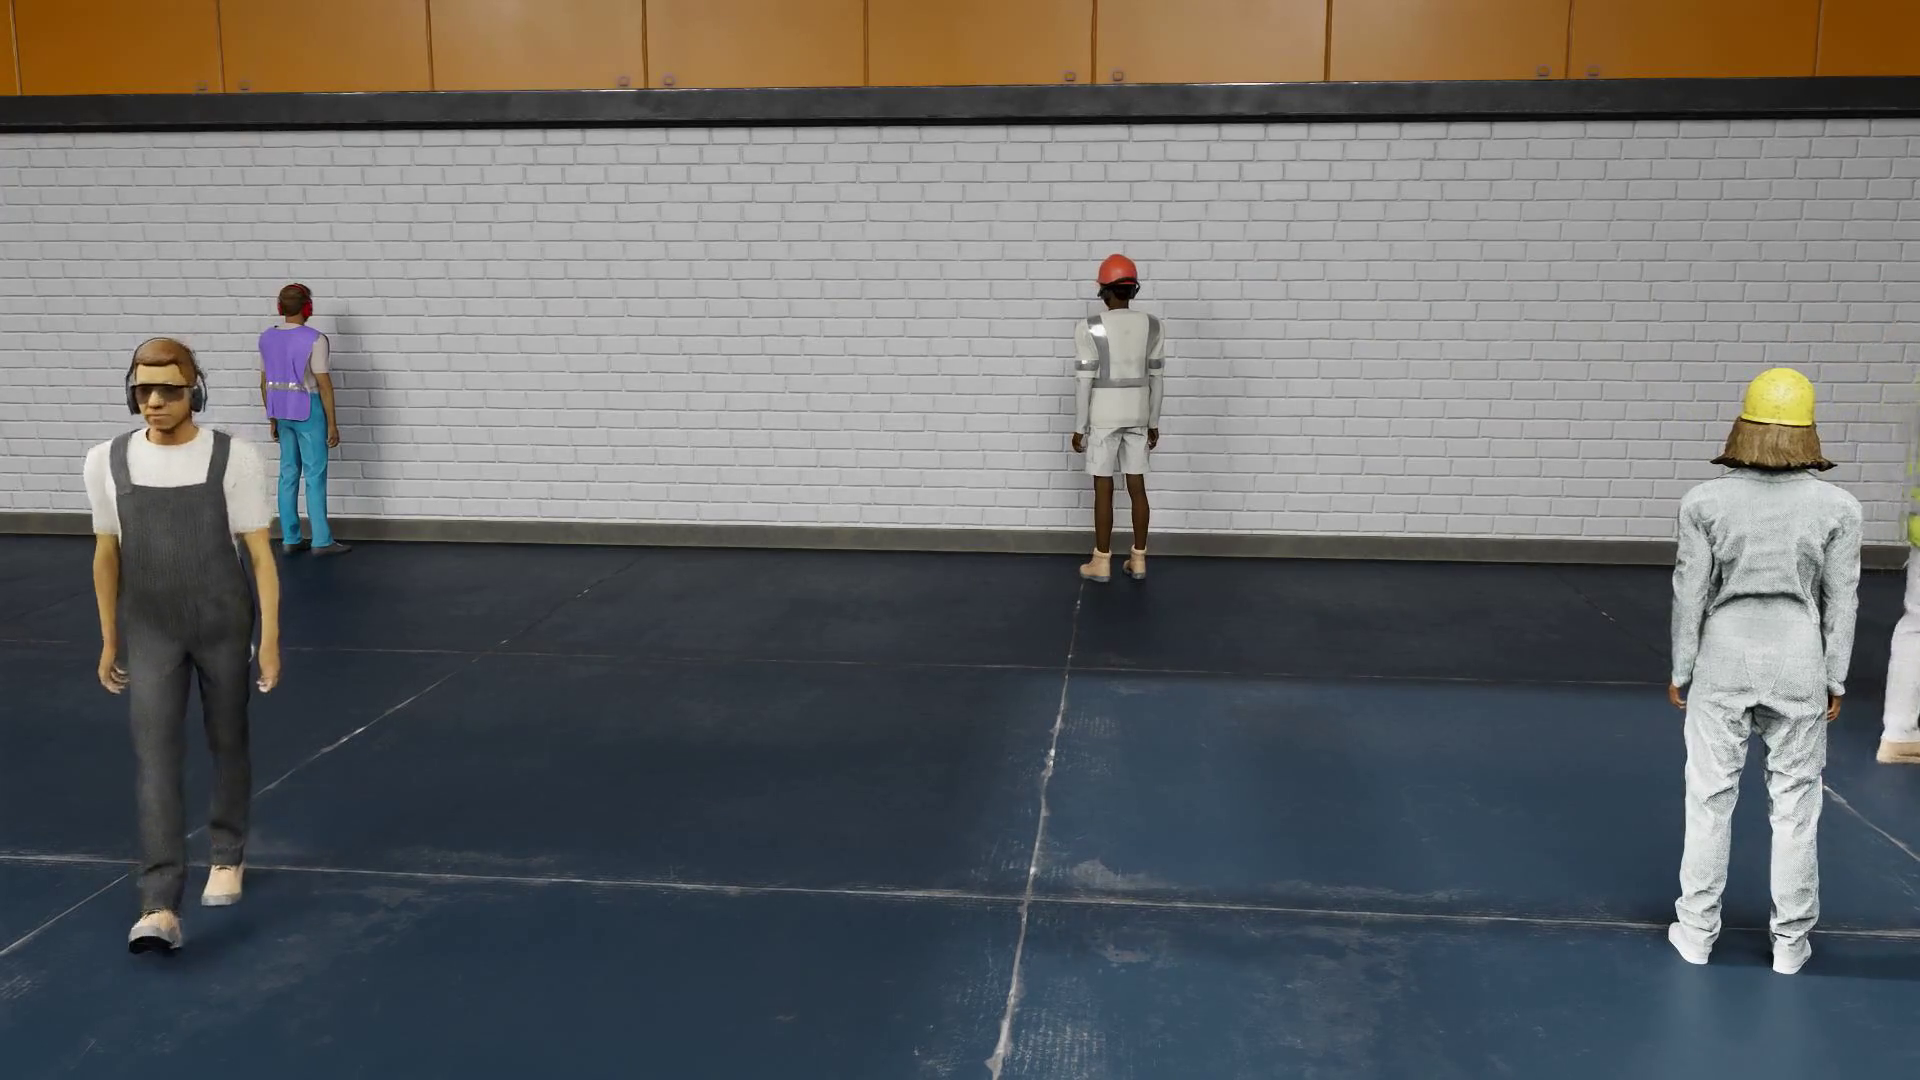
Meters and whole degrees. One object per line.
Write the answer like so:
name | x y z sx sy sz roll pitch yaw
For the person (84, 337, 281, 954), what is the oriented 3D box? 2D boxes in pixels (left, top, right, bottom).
person | -2.323 0.315 4.973 0.539 1.805 0.905 -3 10 -17

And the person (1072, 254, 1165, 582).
person | 0.980 -0.757 10.427 0.608 2.048 0.365 -4 11 -20

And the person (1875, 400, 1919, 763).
person | 4.091 0.023 6.626 0.761 1.815 0.640 -2 10 -11

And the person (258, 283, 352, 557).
person | -4.469 -0.804 11.267 0.571 1.845 0.376 4 11 22

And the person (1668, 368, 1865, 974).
person | 2.294 0.380 4.790 0.484 1.744 0.295 4 11 20
